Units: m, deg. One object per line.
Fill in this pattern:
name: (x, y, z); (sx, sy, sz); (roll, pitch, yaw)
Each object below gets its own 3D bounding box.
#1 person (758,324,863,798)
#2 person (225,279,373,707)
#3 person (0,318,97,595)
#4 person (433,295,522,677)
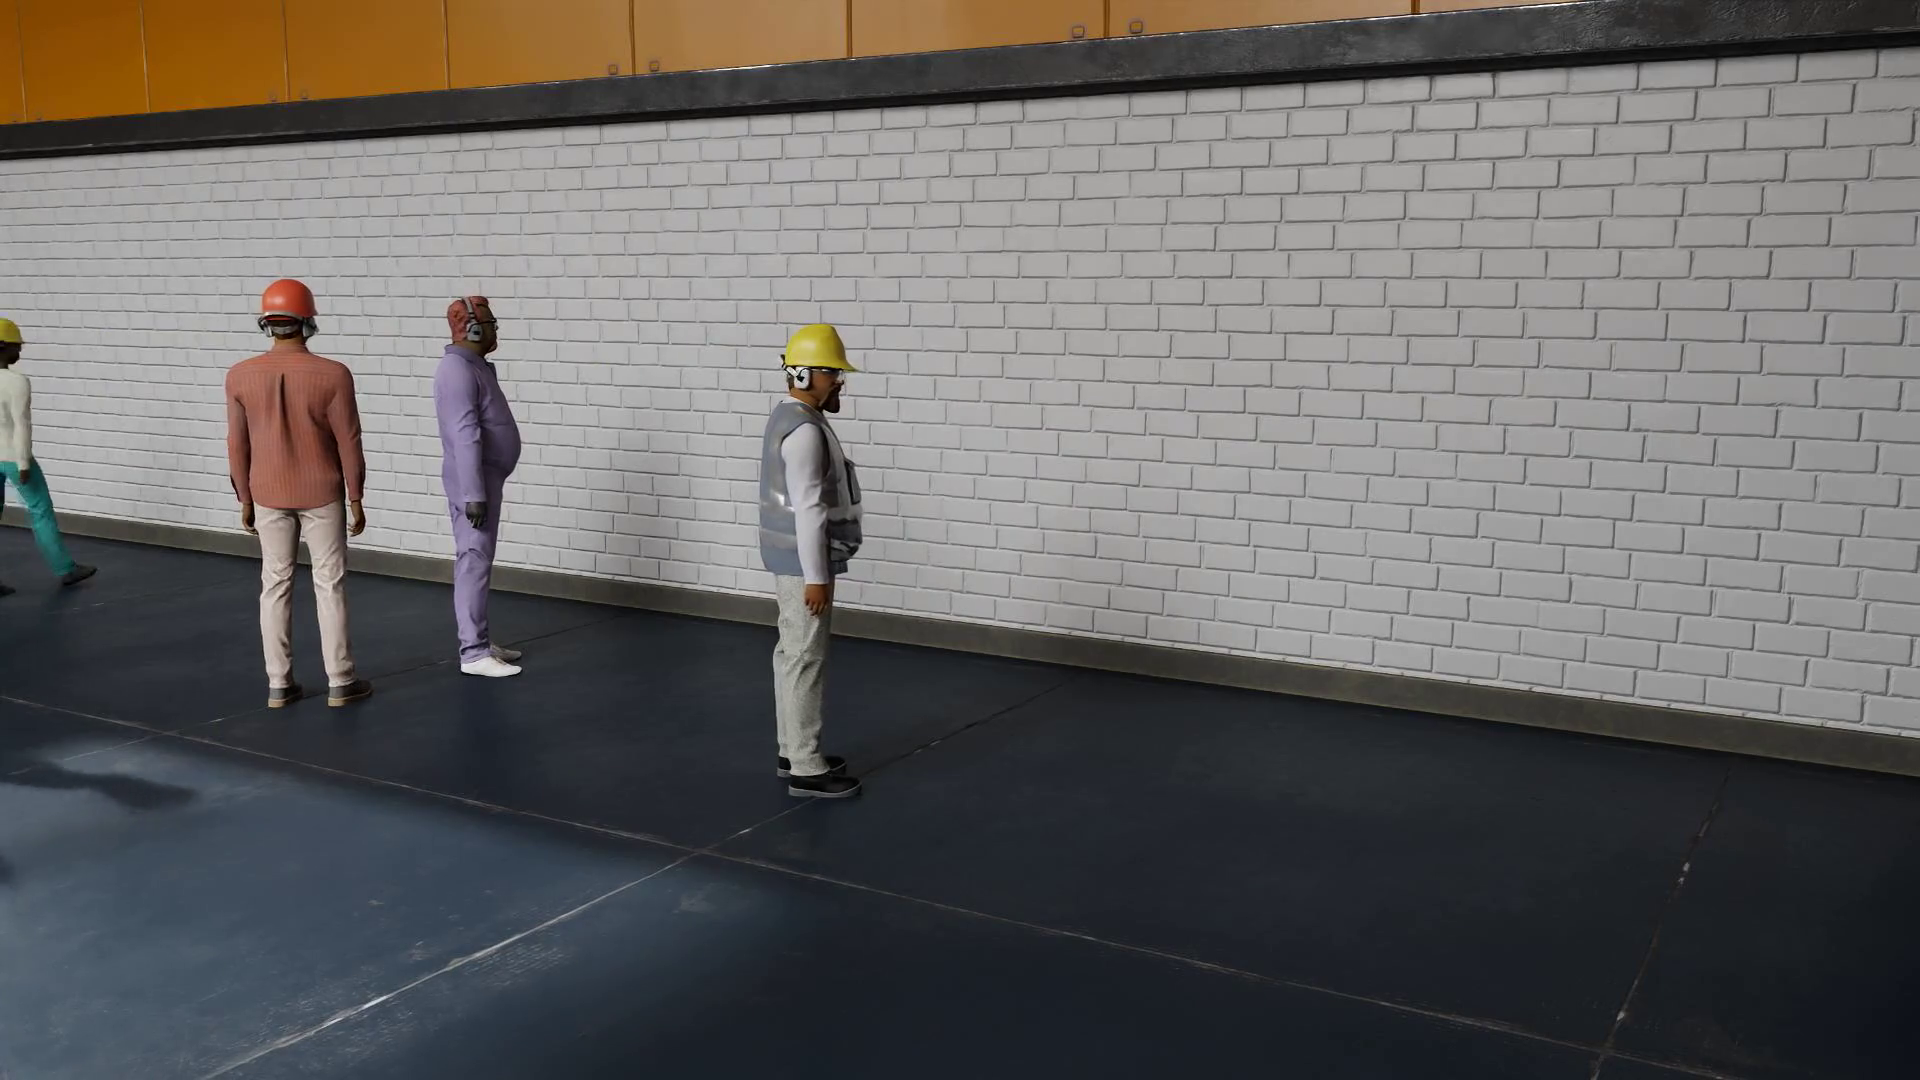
person: (-0.580, 0.076, 6.504); (0.404, 1.829, 0.591); (-2, 9, -11)
person: (-3.068, -0.208, 7.769); (0.624, 1.994, 0.404); (0, 9, -1)
person: (-5.958, -0.527, 10.559); (0.539, 1.736, 0.787); (3, 10, 17)
person: (-2.425, -0.272, 8.422); (0.409, 1.913, 0.651); (-2, 9, -13)
